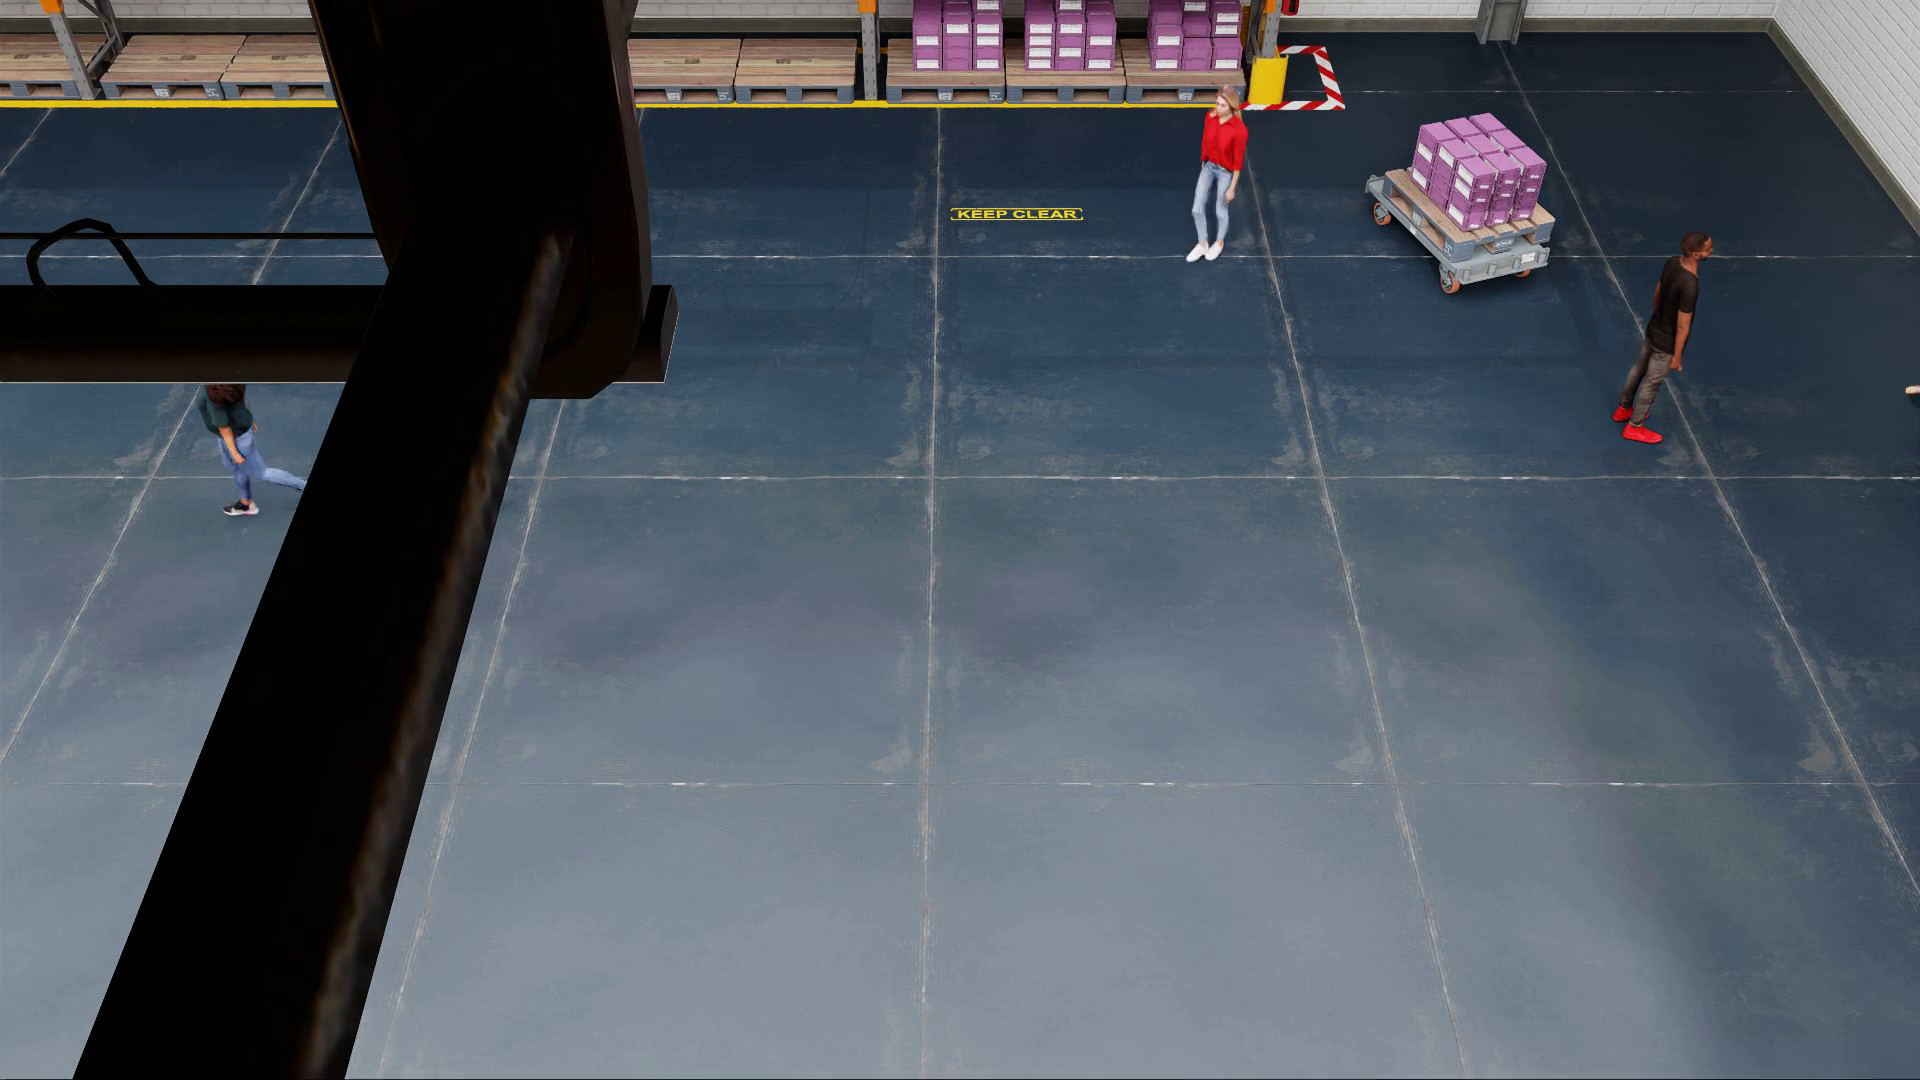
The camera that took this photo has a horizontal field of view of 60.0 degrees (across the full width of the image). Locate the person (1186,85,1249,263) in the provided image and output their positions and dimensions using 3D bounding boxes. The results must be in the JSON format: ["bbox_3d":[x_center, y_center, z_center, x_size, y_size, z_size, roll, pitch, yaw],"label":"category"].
[{"bbox_3d":[2.302,-3.193,14.392,0.780,1.690,0.842,33,53,30],"label":"person"}]

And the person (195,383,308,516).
[{"bbox_3d":[-5.104,-0.772,11.924,1.045,1.588,0.657,-4,44,-4],"label":"person"}]

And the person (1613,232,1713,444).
[{"bbox_3d":[5.327,-1.551,12.584,0.529,1.806,0.639,-2,44,-2],"label":"person"}]
